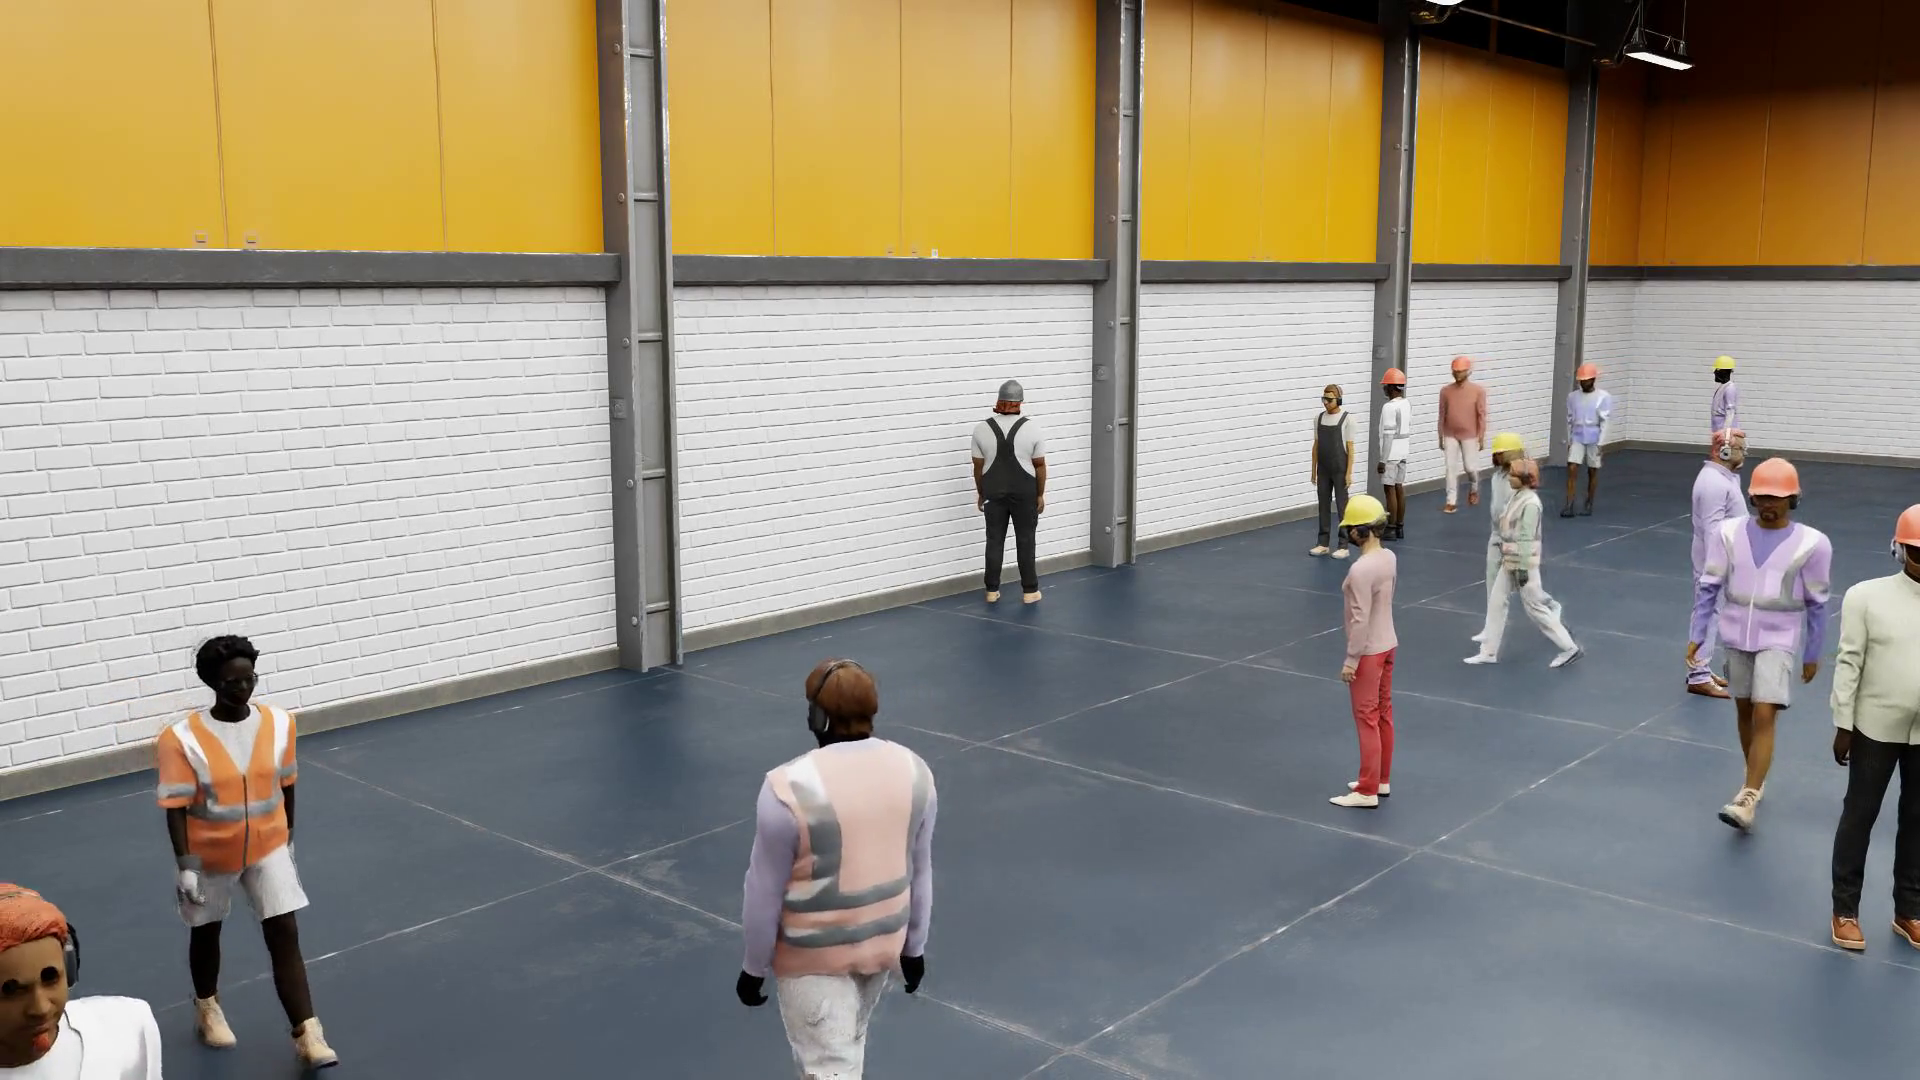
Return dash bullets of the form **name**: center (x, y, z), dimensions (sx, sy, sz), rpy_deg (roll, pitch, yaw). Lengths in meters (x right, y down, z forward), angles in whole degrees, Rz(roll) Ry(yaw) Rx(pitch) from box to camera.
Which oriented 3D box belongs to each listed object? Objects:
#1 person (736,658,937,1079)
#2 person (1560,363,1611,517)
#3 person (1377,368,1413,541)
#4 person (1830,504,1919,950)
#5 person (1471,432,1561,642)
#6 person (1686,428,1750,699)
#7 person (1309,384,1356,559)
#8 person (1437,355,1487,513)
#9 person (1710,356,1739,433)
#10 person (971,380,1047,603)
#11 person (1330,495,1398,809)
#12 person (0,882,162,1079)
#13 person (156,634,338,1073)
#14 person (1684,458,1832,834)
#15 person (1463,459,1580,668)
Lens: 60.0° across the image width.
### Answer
- **person**: center (-0.332, 1.270, 5.119), dimensions (0.619, 1.818, 0.875), rpy_deg (-8, 12, -41)
- **person**: center (7.652, -1.204, 20.383), dimensions (0.547, 1.897, 0.868), rpy_deg (6, 11, 35)
- **person**: center (4.842, -0.955, 18.675), dimensions (0.361, 1.938, 0.545), rpy_deg (7, 11, 37)
- **person**: center (4.161, 0.824, 7.323), dimensions (0.610, 1.996, 0.378), rpy_deg (1, 9, 7)
- **person**: center (4.539, -0.025, 13.522), dimensions (0.700, 1.716, 0.521), rpy_deg (-4, 10, -22)
- **person**: center (5.399, 0.152, 11.826), dimensions (0.406, 1.904, 0.654), rpy_deg (4, 10, 24)
- **person**: center (3.930, -0.727, 17.566), dimensions (0.505, 1.842, 0.333), rpy_deg (9, 13, 43)
- **person**: center (6.316, -1.334, 20.909), dimensions (0.629, 1.980, 0.610), rpy_deg (6, 11, 33)
- **person**: center (9.961, -1.440, 21.750), dimensions (0.369, 1.928, 0.586), rpy_deg (3, 9, 16)
- **person**: center (0.464, -0.447, 15.165), dimensions (0.683, 2.000, 0.538), rpy_deg (2, 9, 12)
- **person**: center (2.267, 0.622, 9.323), dimensions (0.331, 1.765, 0.523), rpy_deg (6, 11, 34)
- **person**: center (-1.719, 1.551, 3.145), dimensions (0.533, 1.867, 0.613), rpy_deg (6, 11, 34)
- **person**: center (-2.678, 1.169, 6.183), dimensions (0.535, 1.650, 0.875), rpy_deg (-8, 12, -41)
- **person**: center (4.273, 0.560, 8.977), dimensions (0.995, 1.996, 0.622), rpy_deg (-9, 13, -43)
- **person**: center (4.304, 0.180, 12.587), dimensions (0.800, 1.611, 0.523), rpy_deg (1, 9, 3)
